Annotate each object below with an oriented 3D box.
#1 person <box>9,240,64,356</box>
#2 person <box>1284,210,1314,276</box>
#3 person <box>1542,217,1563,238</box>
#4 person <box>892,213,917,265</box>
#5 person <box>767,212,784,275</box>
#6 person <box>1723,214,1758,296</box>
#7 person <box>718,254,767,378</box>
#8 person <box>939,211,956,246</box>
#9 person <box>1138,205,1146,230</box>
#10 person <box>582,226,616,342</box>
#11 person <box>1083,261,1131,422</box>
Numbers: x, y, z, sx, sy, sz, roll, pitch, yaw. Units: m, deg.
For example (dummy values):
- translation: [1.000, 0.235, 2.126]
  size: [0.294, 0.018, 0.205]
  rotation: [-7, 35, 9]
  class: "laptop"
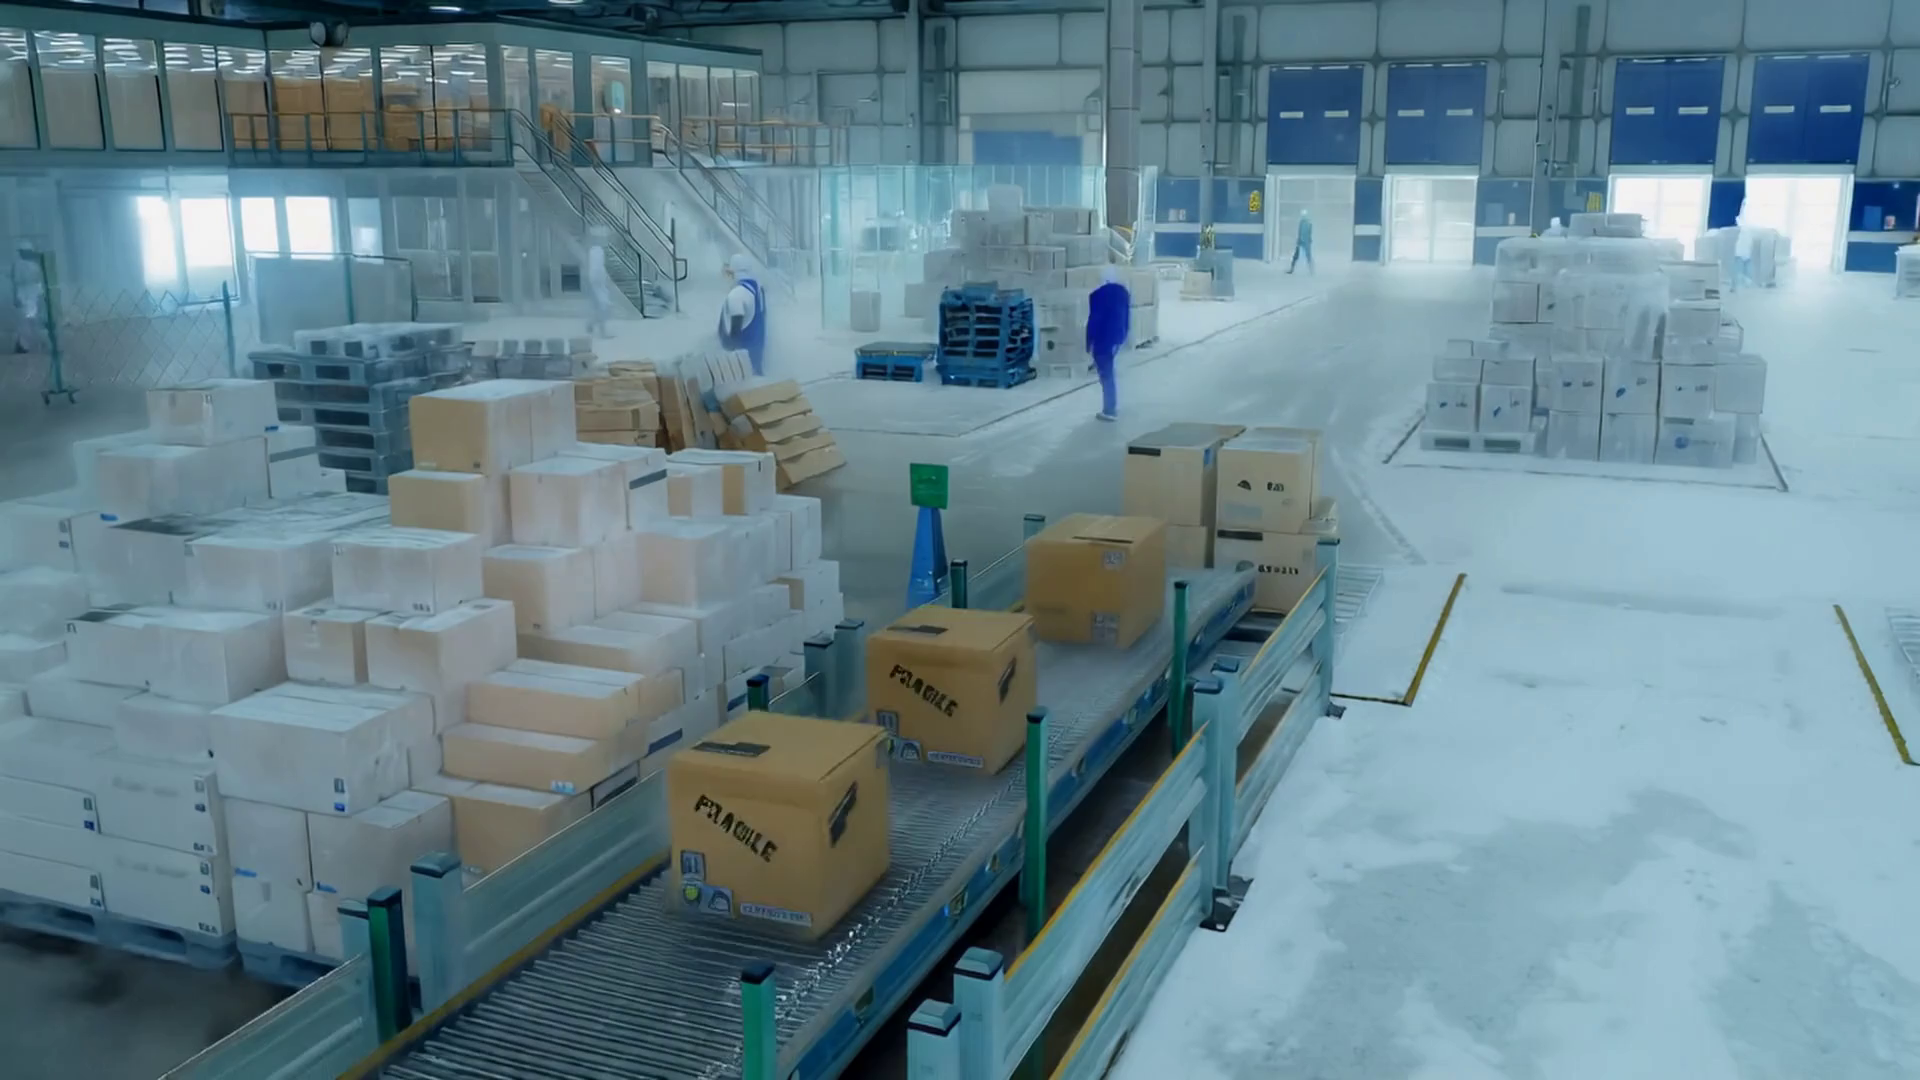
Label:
- translation: [-15.167, -3.945, 27.141]
  size: [0.989, 1.891, 0.563]
  rotation: [2, 13, 10]
  class: "person"
- translation: [9.777, -8.487, 47.531]
  size: [0.616, 1.870, 0.995]
  rotation: [-11, 17, -41]
  class: "person"
- translation: [14.782, -7.116, 41.457]
  size: [0.622, 1.845, 0.429]
  rotation: [-7, 14, -27]
  class: "person"
- translation: [-1.793, -9.634, 53.159]
  size: [0.850, 1.653, 0.552]
  rotation: [1, 13, 4]
  class: "person"
- translation: [-5.399, -8.577, 48.042]
  size: [0.635, 1.829, 0.431]
  rotation: [-4, 13, -18]
  class: "person"
- translation: [18.687, -6.788, 39.692]
  size: [0.638, 1.967, 0.645]
  rotation: [10, 16, 38]
  class: "person"
- translation: [-2.591, -2.350, 19.625]
  size: [0.538, 2.000, 0.684]
  rotation: [5, 13, 20]
  class: "person"
- translation: [-0.295, -8.147, 45.993]
  size: [0.574, 1.881, 0.999]
  rotation: [-1, 13, -6]
  class: "person"
- translation: [5.632, -9.488, 51.897]
  size: [1.026, 1.934, 0.681]
  rotation: [-3, 13, -12]
  class: "person"
- translation: [-6.335, -4.475, 29.183]
  size: [0.517, 2.026, 0.637]
  rotation: [-5, 13, -21]
  class: "person"
- translation: [1.725, -2.386, 20.053]
  size: [0.660, 1.921, 0.545]
  rotation: [-11, 17, -42]
  class: "person"
